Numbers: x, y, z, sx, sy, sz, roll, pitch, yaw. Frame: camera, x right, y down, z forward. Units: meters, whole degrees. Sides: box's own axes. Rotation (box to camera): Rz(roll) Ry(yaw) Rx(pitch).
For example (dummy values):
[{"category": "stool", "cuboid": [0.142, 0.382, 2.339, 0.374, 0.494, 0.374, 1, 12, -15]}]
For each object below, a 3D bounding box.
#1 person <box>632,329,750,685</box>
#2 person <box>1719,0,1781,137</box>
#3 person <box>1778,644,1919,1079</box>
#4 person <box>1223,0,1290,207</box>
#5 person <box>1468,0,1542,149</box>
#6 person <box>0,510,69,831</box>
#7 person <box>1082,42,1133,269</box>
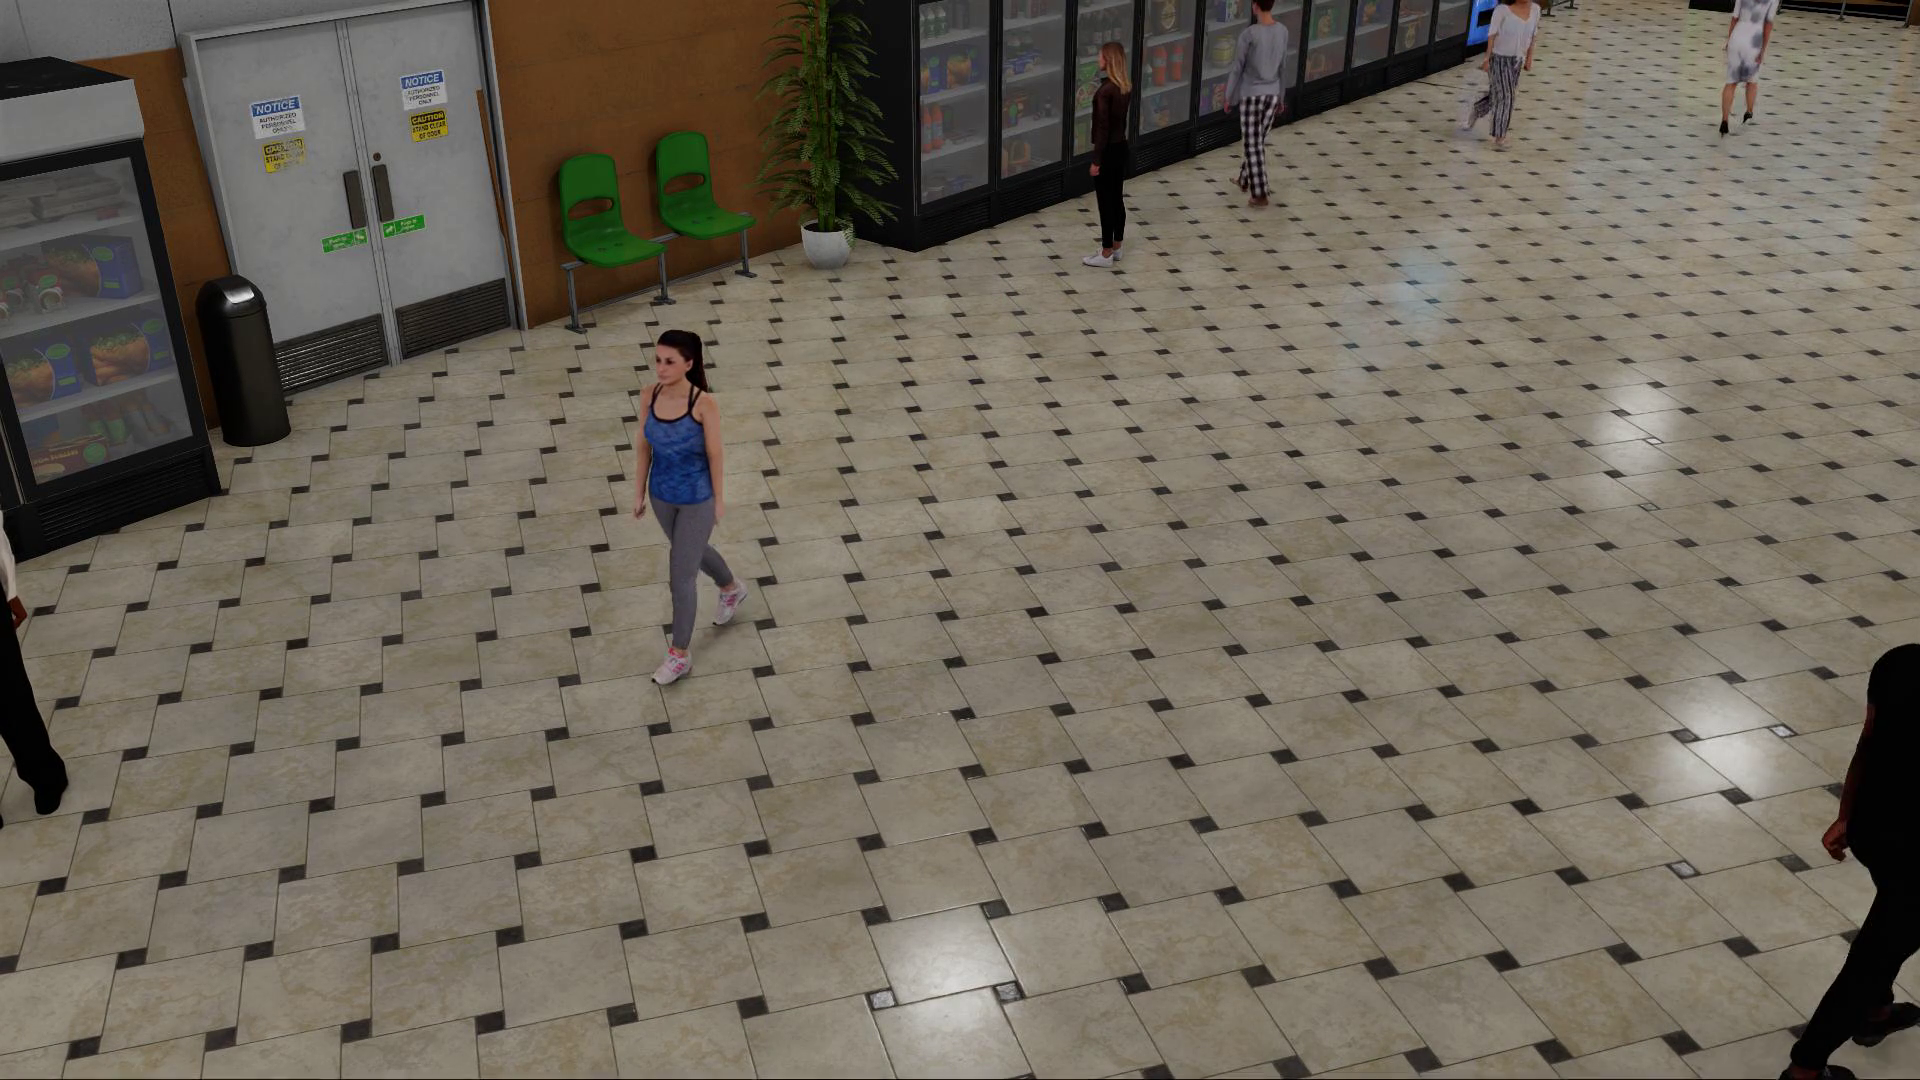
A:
[{"category": "person", "cuboid": [-1.208, -0.207, 7.525, 1.032, 1.580, 0.734, 15, 31, 27]}, {"category": "person", "cuboid": [7.864, -4.919, 16.666, 0.985, 1.715, 0.751, 15, 31, 27]}, {"category": "person", "cuboid": [2.768, 0.967, 4.972, 1.026, 1.794, 1.008, -6, 28, -12]}, {"category": "person", "cuboid": [2.599, -3.773, 14.295, 0.933, 1.816, 1.106, -10, 29, -19]}, {"category": "person", "cuboid": [5.308, -4.721, 16.366, 1.010, 1.634, 1.180, -9, 28, -17]}, {"category": "person", "cuboid": [-3.833, 0.235, 6.279, 0.756, 1.918, 0.701, -16, 31, -29]}, {"category": "person", "cuboid": [1.162, -2.963, 12.835, 0.542, 1.692, 0.633, 15, 30, 27]}]
